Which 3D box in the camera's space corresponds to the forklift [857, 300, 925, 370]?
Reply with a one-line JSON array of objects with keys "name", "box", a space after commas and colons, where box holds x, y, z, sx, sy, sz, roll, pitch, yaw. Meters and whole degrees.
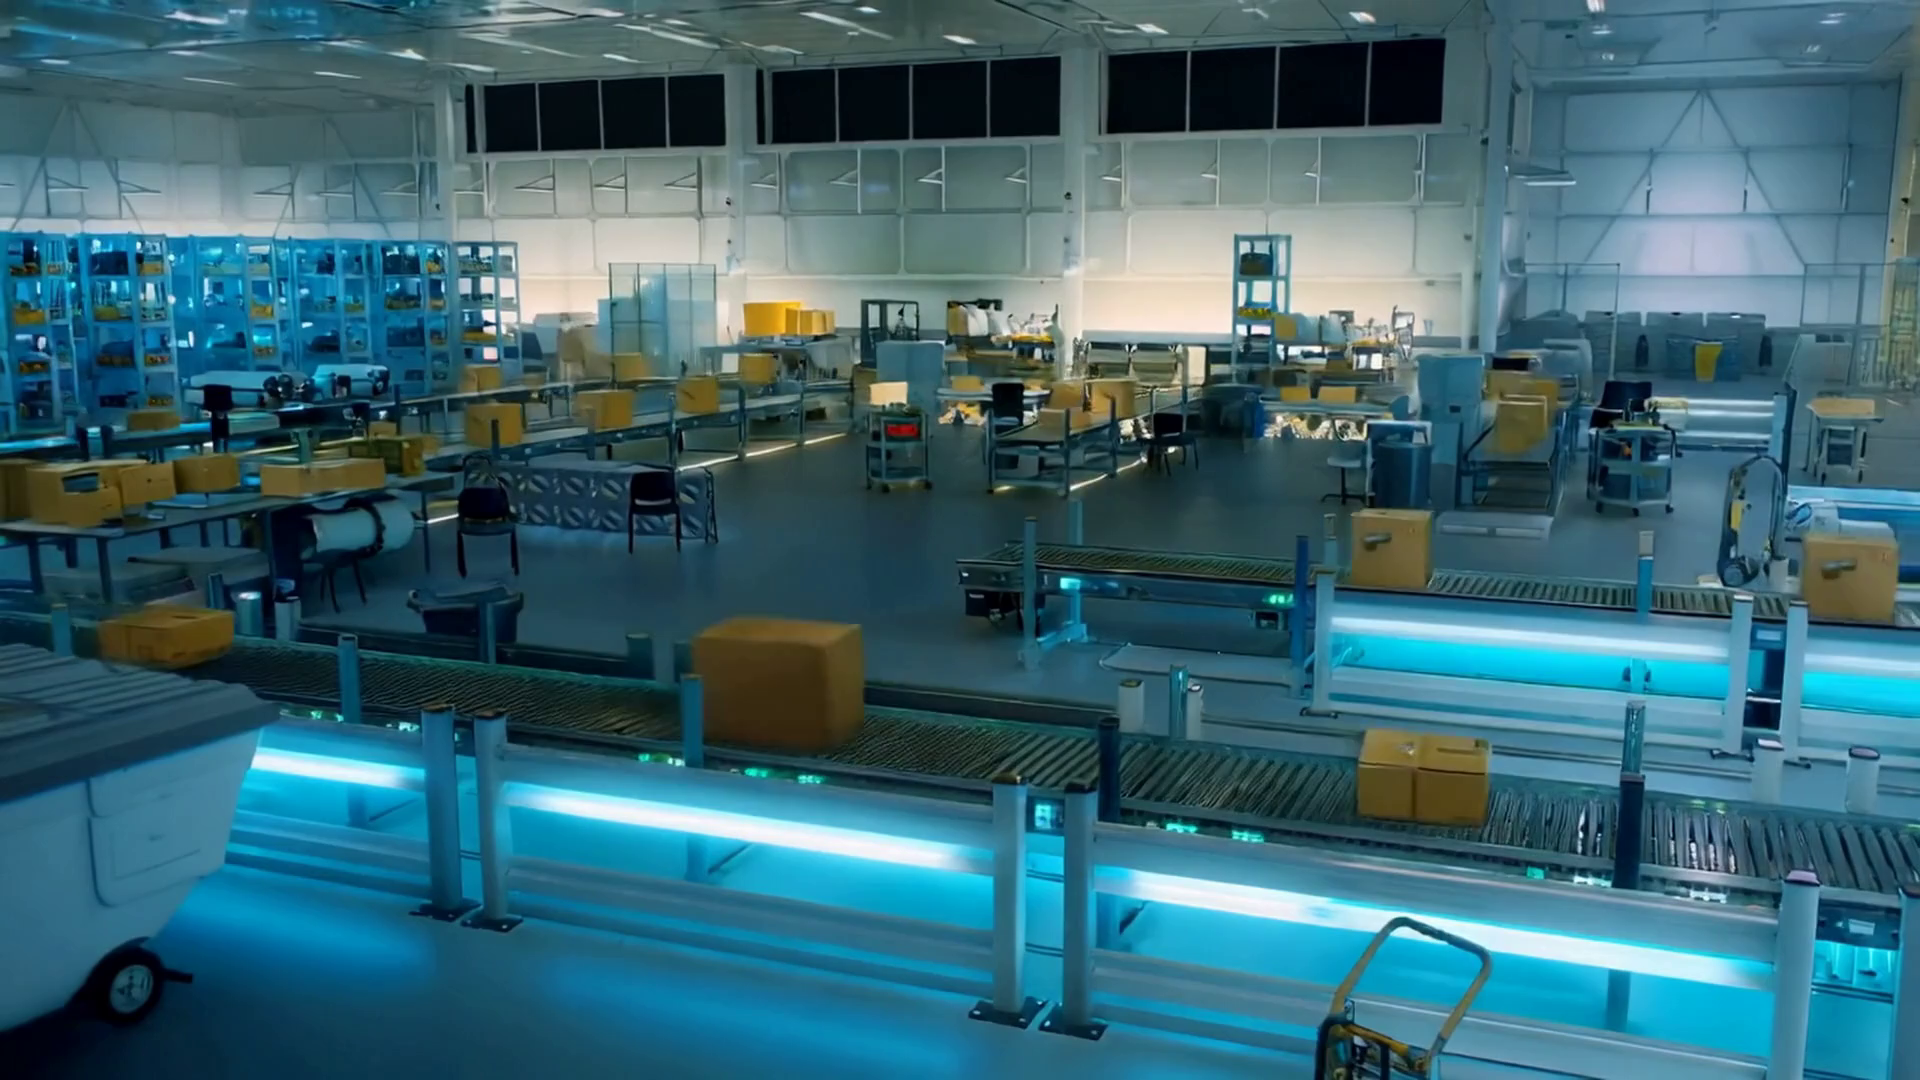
[{"name": "forklift", "box": [-1.732, -5.109, 42.468, 1.157, 1.987, 2.680, 4, 10, 22]}]

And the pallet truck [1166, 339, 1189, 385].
[{"name": "pallet truck", "box": [5.418, -4.269, 40.420, 0.704, 1.261, 1.522, 3, 10, 20]}]

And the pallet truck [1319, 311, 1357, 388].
[{"name": "pallet truck", "box": [9.071, -4.419, 39.190, 0.823, 1.965, 1.885, 5, 10, 26]}]

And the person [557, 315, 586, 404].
[{"name": "person", "box": [-8.483, -3.942, 36.445, 0.641, 1.959, 0.695, 2, 10, 15]}]

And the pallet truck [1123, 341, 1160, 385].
[{"name": "pallet truck", "box": [4.445, -4.380, 41.279, 0.680, 1.201, 1.601, 4, 10, 22]}]

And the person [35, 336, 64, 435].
[{"name": "person", "box": [-16.269, -2.743, 29.684, 0.577, 1.788, 0.628, 2, 10, 14]}]

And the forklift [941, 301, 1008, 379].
[{"name": "forklift", "box": [0.365, -4.966, 41.571, 1.157, 1.987, 2.680, 3, 10, 20]}]

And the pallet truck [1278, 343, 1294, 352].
[{"name": "pallet truck", "box": [7.886, -4.163, 39.743, 0.653, 1.274, 1.630, 4, 10, 22]}]

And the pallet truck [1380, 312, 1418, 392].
[{"name": "pallet truck", "box": [10.207, -4.283, 38.369, 0.823, 1.965, 1.885, 3, 10, 20]}]
